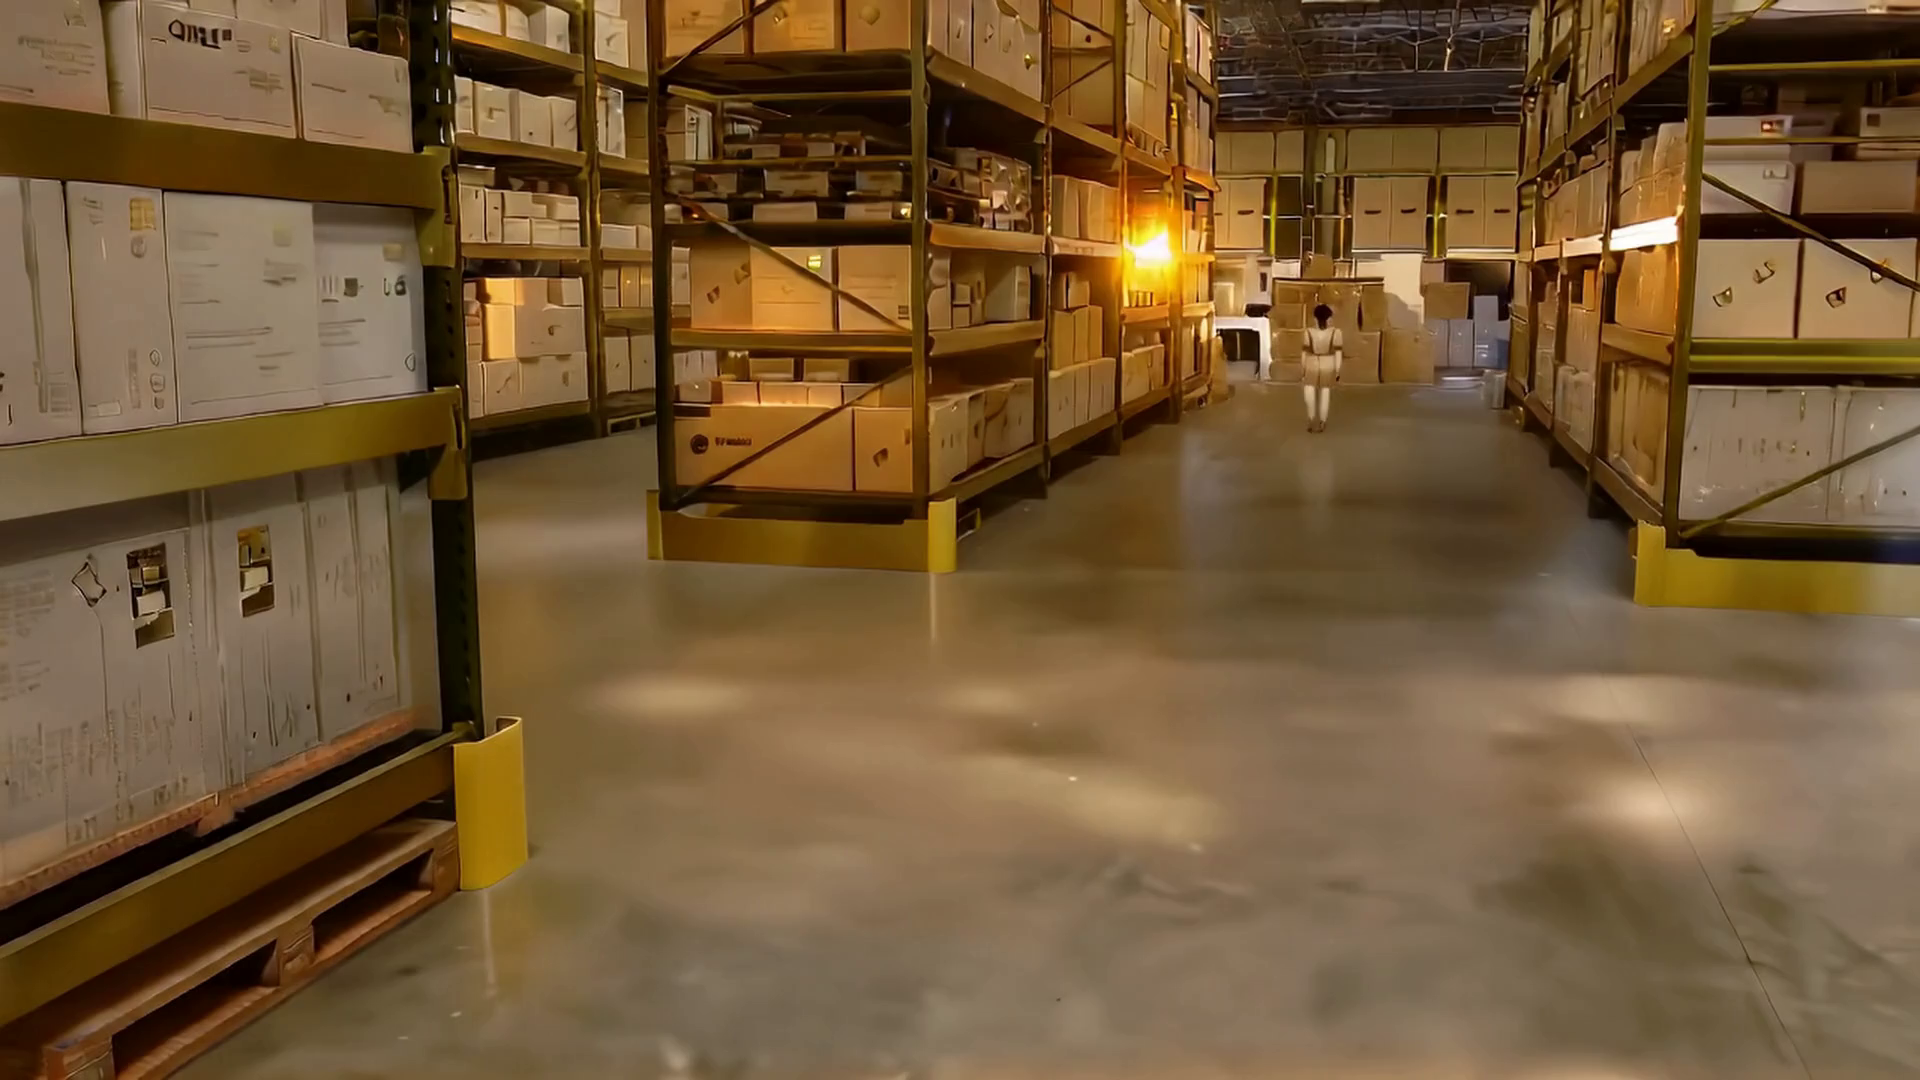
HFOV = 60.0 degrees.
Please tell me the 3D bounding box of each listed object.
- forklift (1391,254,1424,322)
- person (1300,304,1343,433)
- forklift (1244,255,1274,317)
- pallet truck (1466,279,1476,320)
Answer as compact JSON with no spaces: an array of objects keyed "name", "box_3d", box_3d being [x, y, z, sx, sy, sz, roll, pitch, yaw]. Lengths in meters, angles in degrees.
[{"name":"forklift","box_3d":[14.740,-8.061,54.986,1.129,2.768,1.873,-2,9,-11]},{"name":"person","box_3d":[4.721,-2.242,21.767,0.551,1.685,0.366,4,10,23]},{"name":"forklift","box_3d":[10.478,-8.583,58.304,1.129,2.768,1.873,0,9,-1]},{"name":"pallet truck","box_3d":[18.896,-8.459,60.307,1.885,1.965,0.823,5,10,31]}]
